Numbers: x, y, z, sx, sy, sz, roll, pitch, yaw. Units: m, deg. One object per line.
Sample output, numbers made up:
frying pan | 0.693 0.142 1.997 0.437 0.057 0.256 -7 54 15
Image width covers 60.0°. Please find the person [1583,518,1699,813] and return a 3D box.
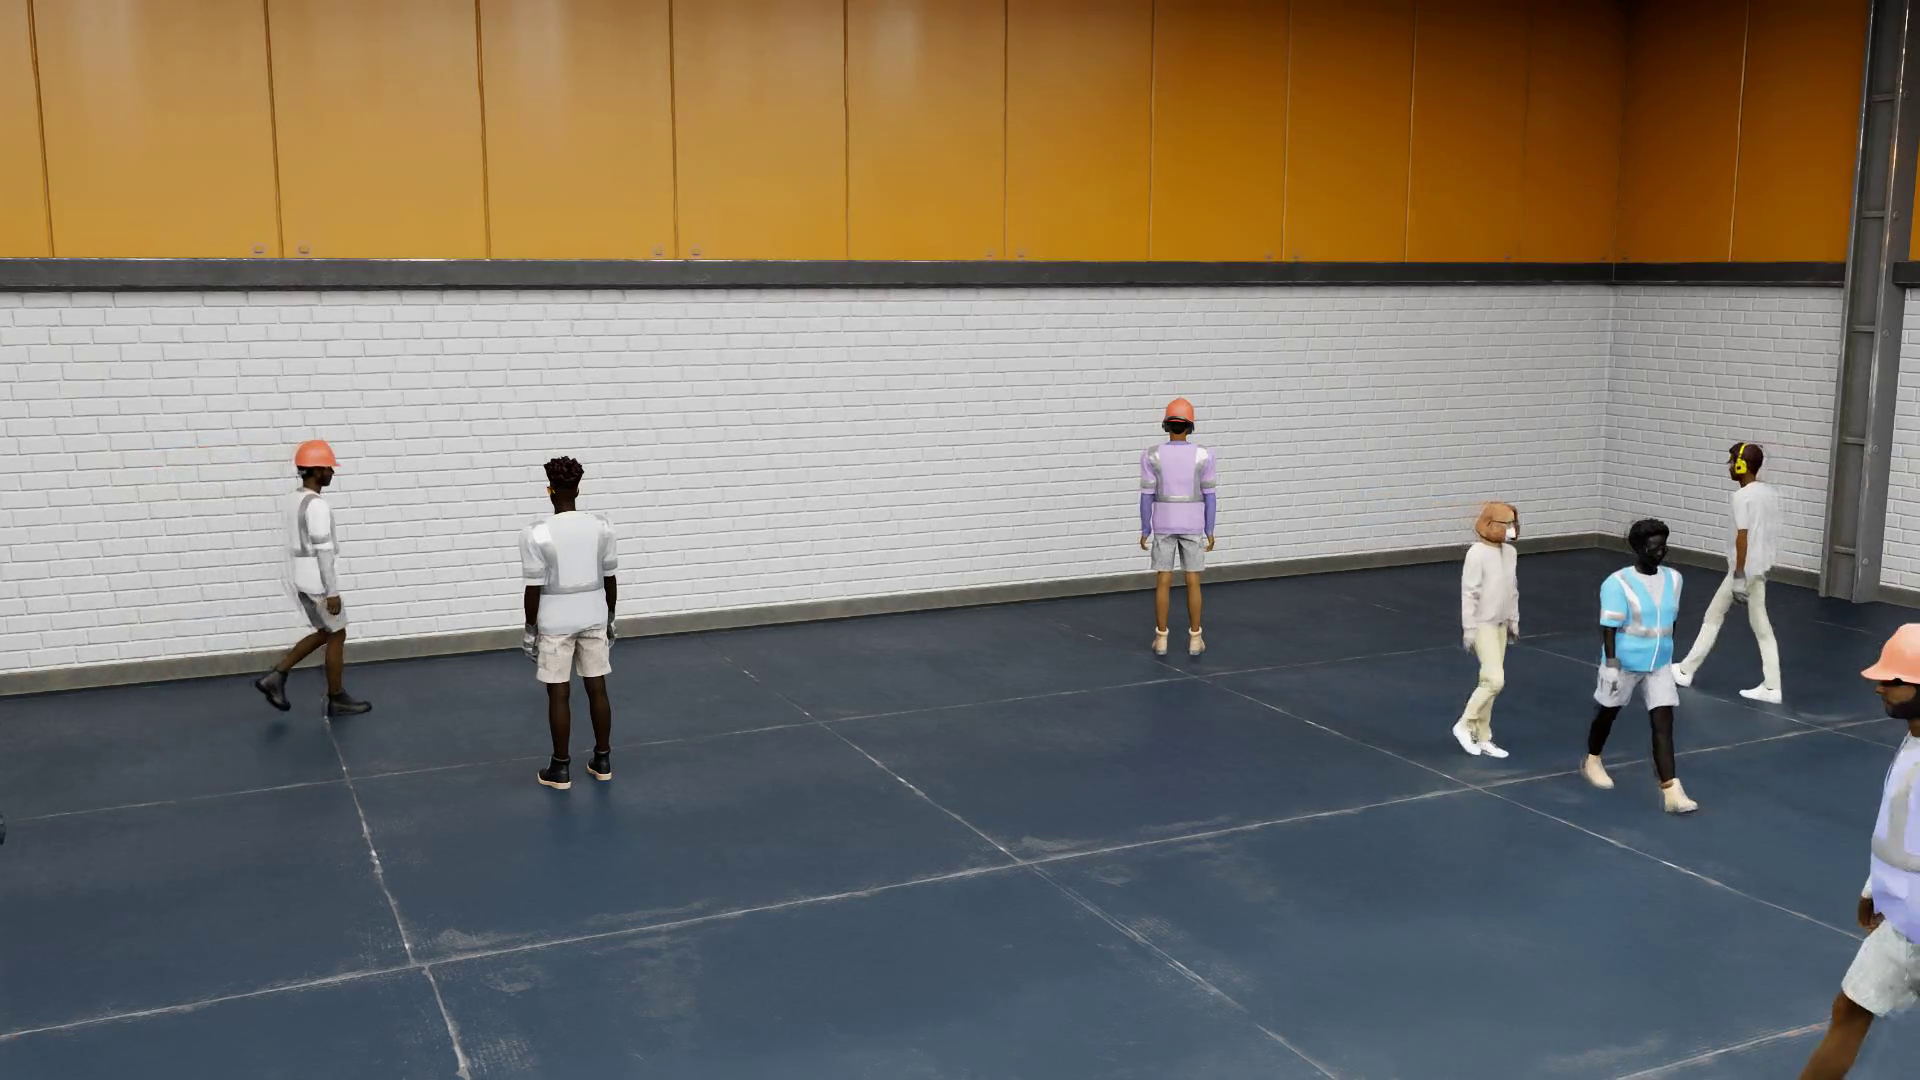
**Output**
person | 3.878 0.691 9.484 0.546 1.643 0.889 -2 9 -13

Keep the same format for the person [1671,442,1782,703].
person | 5.519 0.212 11.914 0.559 1.818 0.947 -7 12 -38

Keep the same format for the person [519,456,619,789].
person | -2.298 0.482 9.806 0.603 1.966 0.367 -7 11 -37

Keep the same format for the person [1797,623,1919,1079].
person | 3.065 1.206 5.544 0.957 1.888 0.571 5 10 28

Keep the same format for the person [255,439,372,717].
person | -4.379 0.279 11.217 0.638 1.917 0.552 -7 11 -37

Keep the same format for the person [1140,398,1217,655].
person | 1.725 -0.103 13.196 0.605 2.045 0.381 1 9 7

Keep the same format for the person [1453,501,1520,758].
person | 3.322 0.562 10.345 0.520 1.620 0.341 -8 12 -42
